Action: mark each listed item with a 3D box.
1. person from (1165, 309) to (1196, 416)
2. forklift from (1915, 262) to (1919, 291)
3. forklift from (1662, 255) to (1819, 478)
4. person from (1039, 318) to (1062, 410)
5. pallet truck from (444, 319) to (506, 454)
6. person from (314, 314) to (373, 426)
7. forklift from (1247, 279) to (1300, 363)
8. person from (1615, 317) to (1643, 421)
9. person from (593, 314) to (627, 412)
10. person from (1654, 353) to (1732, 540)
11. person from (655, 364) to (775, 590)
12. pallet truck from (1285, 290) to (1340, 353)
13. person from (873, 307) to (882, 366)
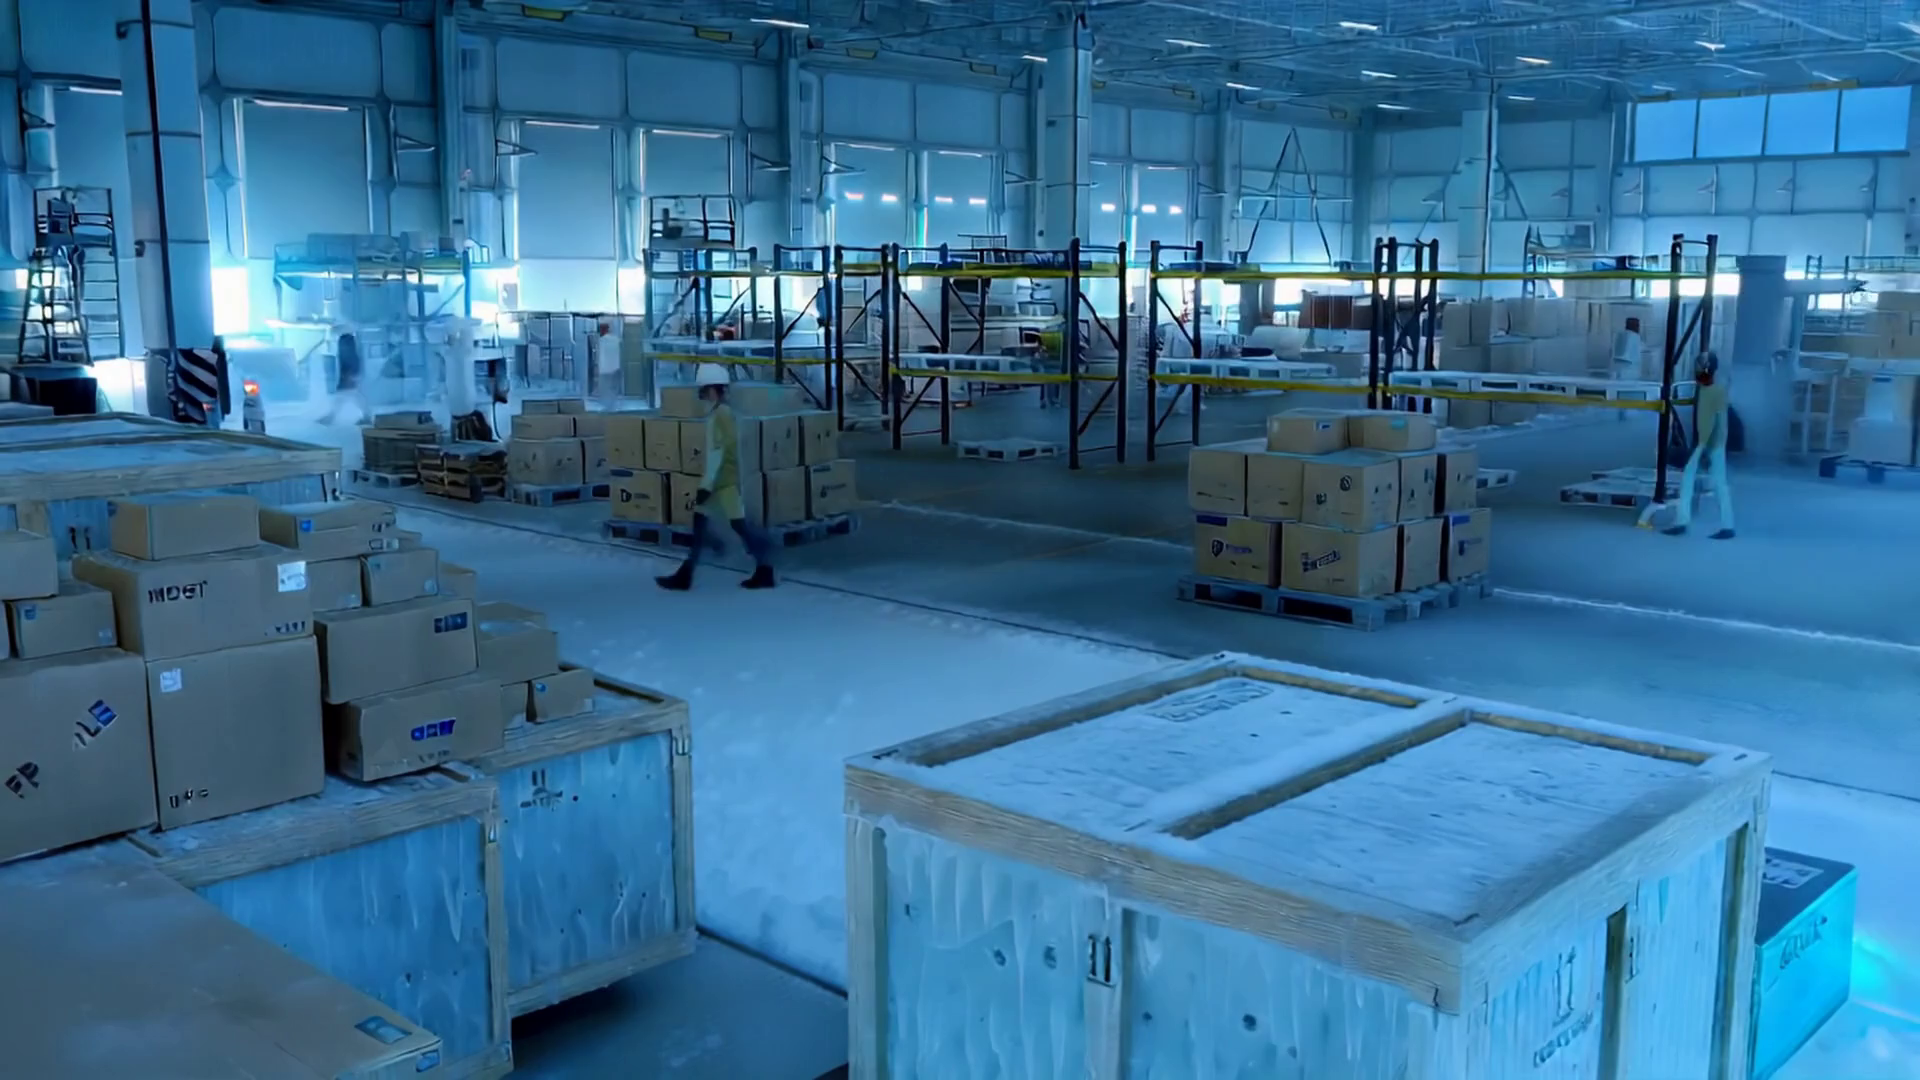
[{"bbox_3d":[3.999,-3.215,30.166,0.639,1.933,0.374,-5,10,-28],"label":"person"},{"bbox_3d":[22.854,-5.205,39.456,1.873,2.768,1.129,6,11,34],"label":"forklift"},{"bbox_3d":[10.322,-2.297,21.629,1.873,2.768,1.129,9,13,43],"label":"forklift"},{"bbox_3d":[1.729,-3.330,31.469,0.488,1.736,0.323,-5,11,-29],"label":"person"},{"bbox_3d":[-6.981,-1.942,22.150,1.885,1.965,0.823,1,9,9],"label":"pallet truck"},{"bbox_3d":[-10.456,-2.863,28.136,0.988,1.882,0.568,-4,10,-21],"label":"person"},{"bbox_3d":[8.216,-6.142,45.200,1.873,2.768,1.129,9,13,43],"label":"forklift"},{"bbox_3d":[11.629,-2.966,28.940,0.430,1.830,0.626,-2,10,-14],"label":"person"},{"bbox_3d":[-5.890,-2.825,27.835,0.458,1.908,0.605,2,9,10],"label":"person"},{"bbox_3d":[7.247,-0.895,16.249,0.835,1.829,0.560,-2,9,-9],"label":"person"},{"bbox_3d":[-1.997,-0.502,13.708,0.997,1.888,0.551,-3,10,-16],"label":"person"},{"bbox_3d":[11.297,-6.951,52.861,1.885,1.965,0.823,-5,11,-29],"label":"pallet truck"},{"bbox_3d":[-2.172,-5.398,44.465,0.320,1.632,0.525,-1,9,-4],"label":"person"}]
